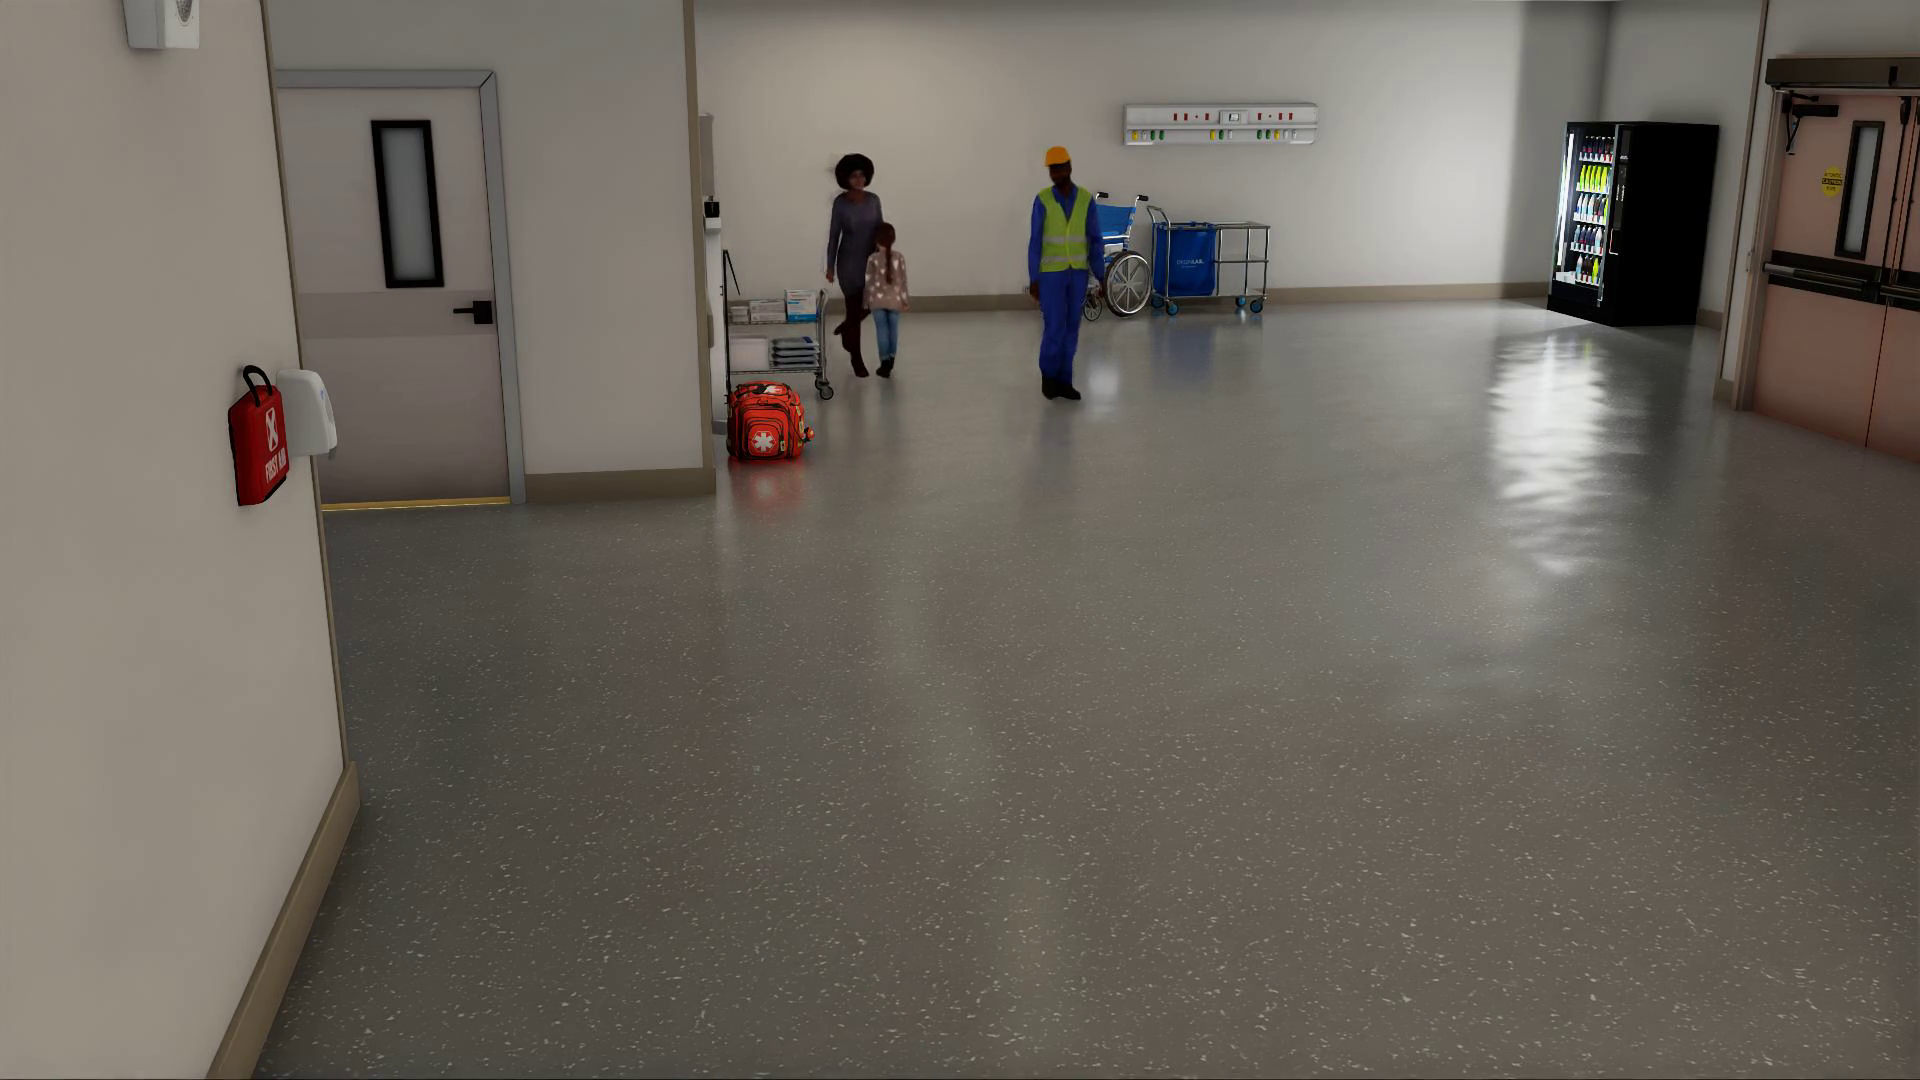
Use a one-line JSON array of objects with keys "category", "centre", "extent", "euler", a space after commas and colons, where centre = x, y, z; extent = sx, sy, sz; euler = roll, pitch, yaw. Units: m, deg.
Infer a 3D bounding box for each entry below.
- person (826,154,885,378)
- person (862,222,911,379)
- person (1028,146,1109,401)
[{"category": "person", "centre": [-0.824, -2.113, 12.879], "extent": [0.786, 1.678, 1.046], "euler": [-9, 18, -30]}, {"category": "person", "centre": [-0.570, -1.828, 12.799], "extent": [0.523, 1.172, 0.750], "euler": [-4, 16, -13]}, {"category": "person", "centre": [0.707, -1.907, 11.930], "extent": [0.741, 1.797, 0.702], "euler": [-7, 17, -23]}]
